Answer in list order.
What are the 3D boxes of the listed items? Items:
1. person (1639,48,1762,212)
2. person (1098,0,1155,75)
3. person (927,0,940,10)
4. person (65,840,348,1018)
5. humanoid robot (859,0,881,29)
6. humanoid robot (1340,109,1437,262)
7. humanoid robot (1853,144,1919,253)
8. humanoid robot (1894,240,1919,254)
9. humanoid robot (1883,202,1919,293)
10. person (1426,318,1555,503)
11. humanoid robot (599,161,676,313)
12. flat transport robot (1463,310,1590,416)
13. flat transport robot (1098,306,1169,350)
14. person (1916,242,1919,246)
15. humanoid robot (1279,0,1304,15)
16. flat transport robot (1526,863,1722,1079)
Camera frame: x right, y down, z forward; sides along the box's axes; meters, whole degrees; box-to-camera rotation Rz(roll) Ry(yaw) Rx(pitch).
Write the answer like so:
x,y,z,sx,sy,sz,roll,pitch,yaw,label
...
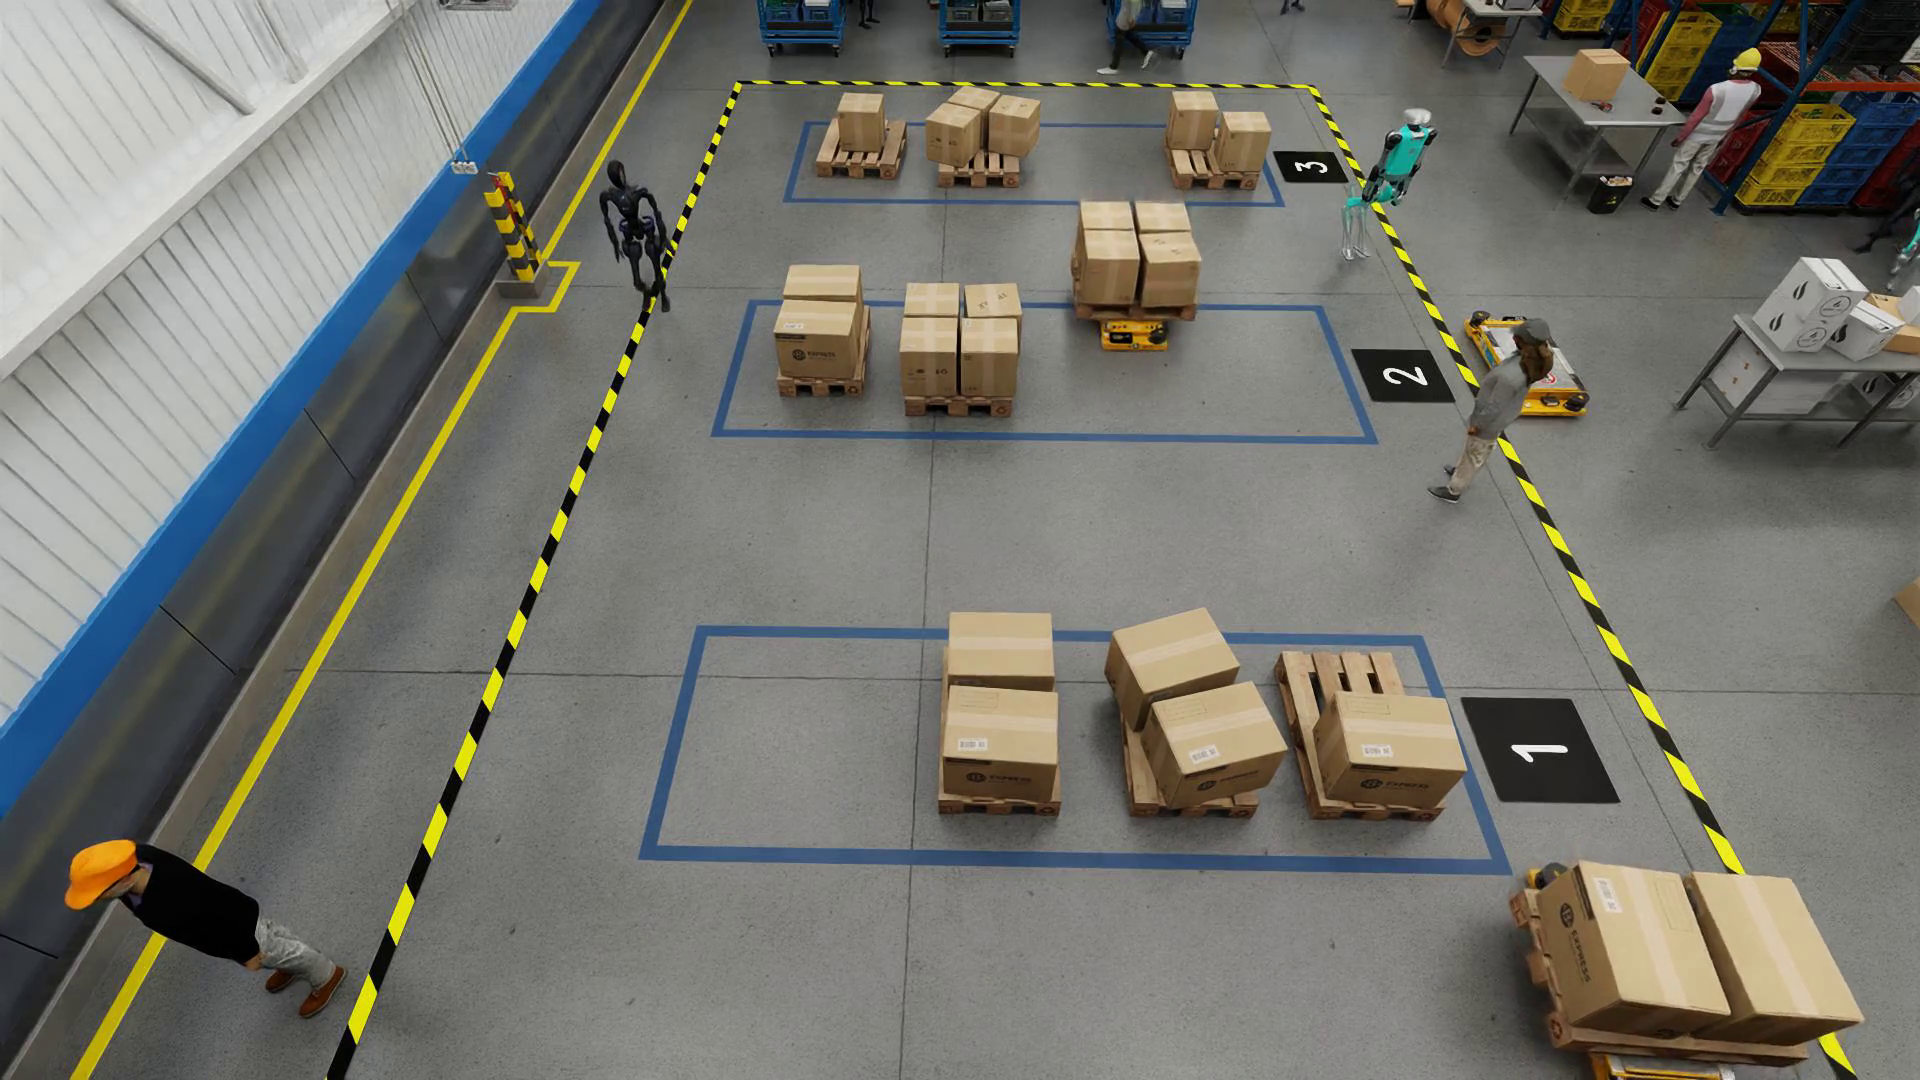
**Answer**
x,y,z,sx,sy,sz,roll,pitch,yaw,label
8.555,-4.673,10.544,0.585,1.833,0.404,-1,49,-1,person
2.466,-7.587,13.061,0.749,1.830,0.596,5,49,4,person
-0.408,-9.687,14.814,0.373,1.940,0.630,-7,50,-6,person
-3.834,2.005,4.730,0.589,1.883,0.366,23,53,19,person
-1.448,-8.992,14.375,0.315,1.657,0.599,25,54,20,humanoid robot
4.464,-3.820,9.876,0.539,1.795,0.800,-11,50,-9,humanoid robot
10.614,-3.948,10.052,0.577,1.631,0.590,-6,49,-5,humanoid robot
10.714,-3.736,9.706,0.533,1.677,0.735,23,53,19,humanoid robot
10.148,-3.330,9.460,1.010,1.746,0.543,-35,58,-27,humanoid robot
4.323,-1.022,7.428,0.565,1.762,0.404,-36,58,-27,person
-3.206,-3.018,9.218,0.609,1.647,0.375,-7,50,-6,humanoid robot
5.573,-1.757,9.054,0.659,0.231,1.431,1,49,1,flat transport robot
1.789,-2.525,9.700,0.652,0.197,1.431,1,49,1,flat transport robot
11.342,-4.091,10.025,0.521,1.880,0.580,10,50,9,person
5.491,-9.367,14.710,0.609,1.640,0.399,-9,50,-8,humanoid robot
3.856,2.606,5.259,0.652,0.197,1.431,3,49,3,flat transport robot
